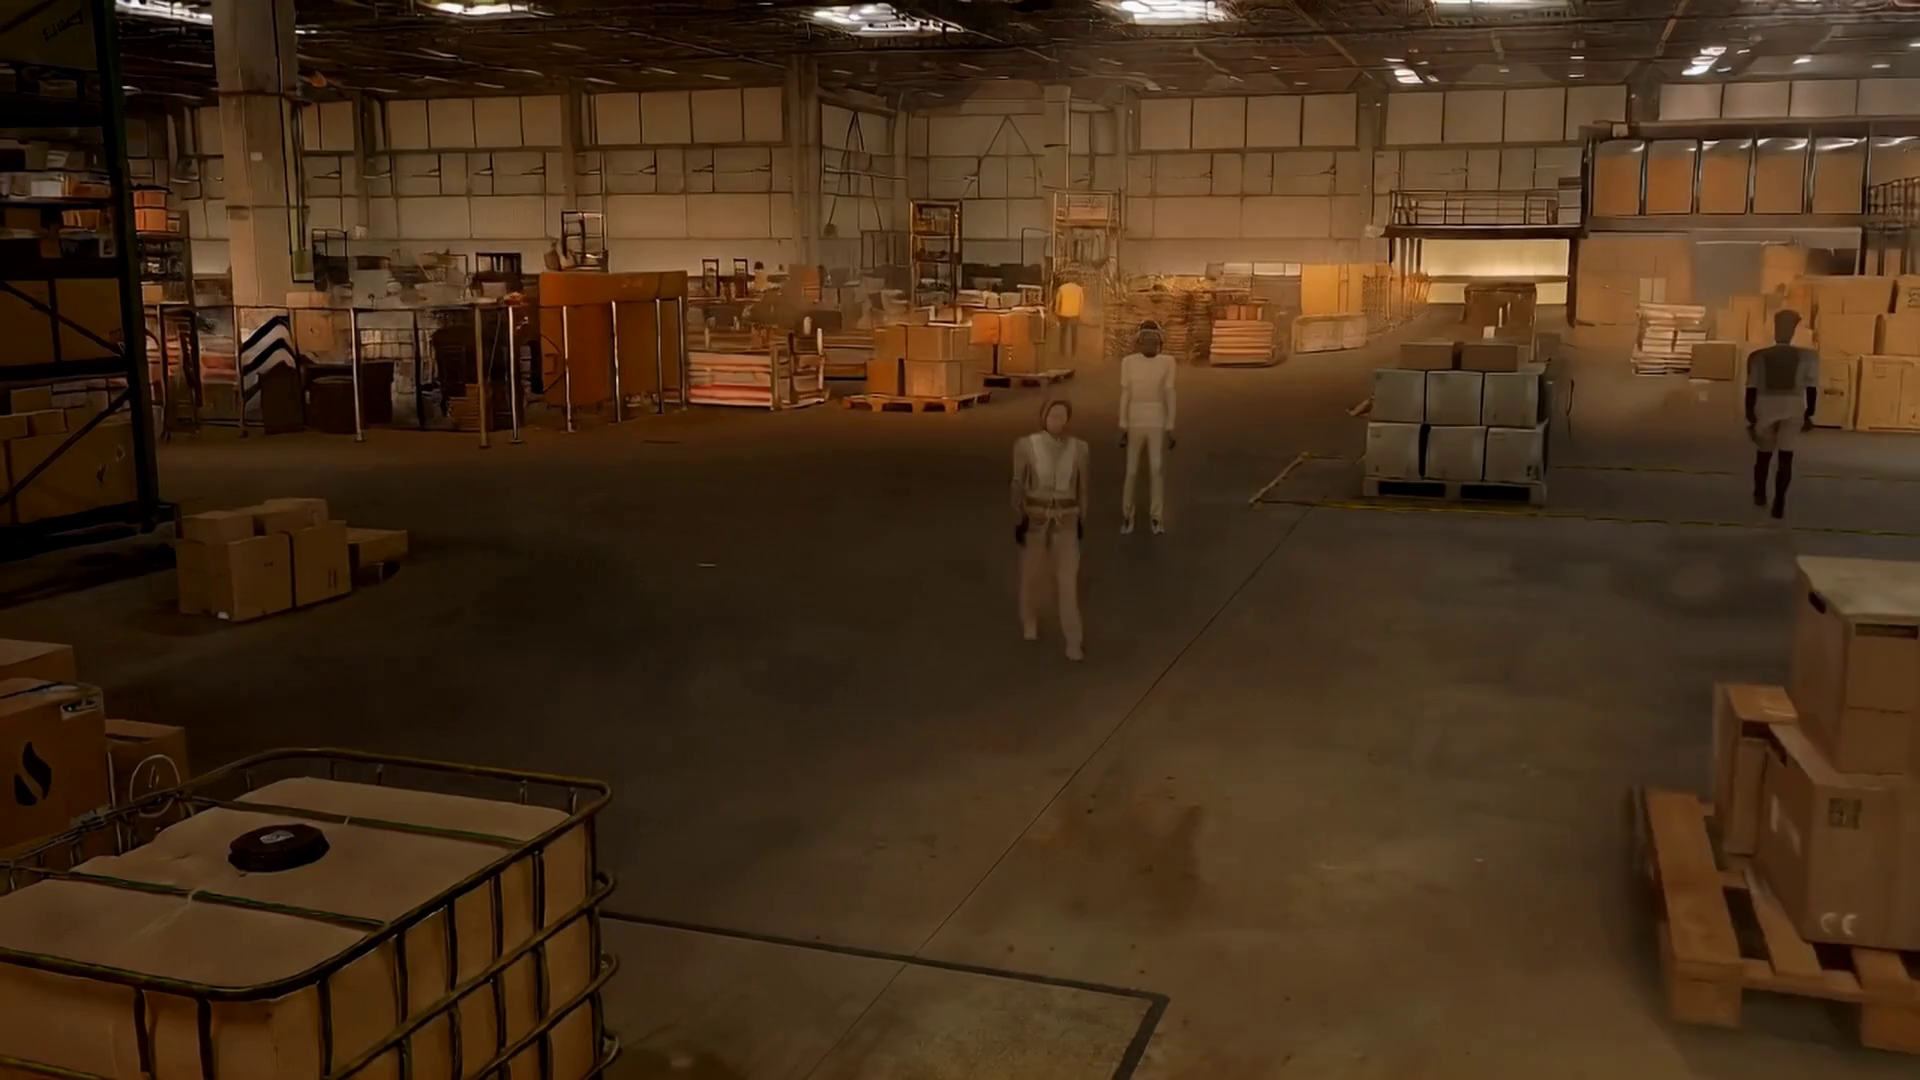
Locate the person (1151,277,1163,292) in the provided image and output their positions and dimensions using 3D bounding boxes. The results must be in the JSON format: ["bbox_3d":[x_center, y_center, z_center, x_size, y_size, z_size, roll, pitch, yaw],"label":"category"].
[{"bbox_3d":[4.698,-5.412,39.750,0.298,1.743,0.493,3,10,16],"label":"person"}]

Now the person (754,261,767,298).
[{"bbox_3d":[-6.211,-7.725,52.086,1.034,1.999,0.627,5,11,28],"label":"person"}]

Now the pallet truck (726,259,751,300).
[{"bbox_3d":[-7.986,-9.493,62.019,0.823,1.965,1.885,3,11,17],"label":"pallet truck"}]

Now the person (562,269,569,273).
[{"bbox_3d":[-13.982,-8.867,59.185,0.511,1.752,0.542,-3,11,-17],"label":"person"}]

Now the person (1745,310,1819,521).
[{"bbox_3d":[7.515,-1.145,15.258,0.600,1.917,0.975,6,12,29],"label":"person"}]

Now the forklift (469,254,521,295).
[{"bbox_3d":[-17.990,-10.121,64.684,1.157,1.987,2.680,3,11,17],"label":"forklift"}]

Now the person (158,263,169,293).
[{"bbox_3d":[-30.747,-9.763,64.036,0.628,1.828,0.575,7,12,33],"label":"person"}]

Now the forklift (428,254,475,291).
[{"bbox_3d":[-20.133,-10.254,65.465,1.157,1.987,2.680,3,11,19],"label":"forklift"}]

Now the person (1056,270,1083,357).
[{"bbox_3d":[2.448,-5.083,37.330,0.651,1.939,1.041,-1,10,-8],"label":"person"}]

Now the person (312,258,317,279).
[{"bbox_3d":[-24.616,-9.710,63.266,0.392,1.993,0.626,-3,10,-16],"label":"person"}]

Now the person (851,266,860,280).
[{"bbox_3d":[-3.052,-6.853,47.472,0.621,1.876,0.902,-10,14,-43],"label":"person"}]

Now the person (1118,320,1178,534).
[{"bbox_3d":[1.629,-0.973,14.420,0.521,1.865,0.334,1,10,6],"label":"person"}]

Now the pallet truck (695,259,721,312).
[{"bbox_3d":[-9.165,-9.627,62.776,0.823,1.965,1.885,4,11,23],"label":"pallet truck"}]

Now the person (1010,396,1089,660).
[{"bbox_3d":[0.546,-0.095,10.250,0.516,1.587,0.887,-1,10,-8],"label":"person"}]
